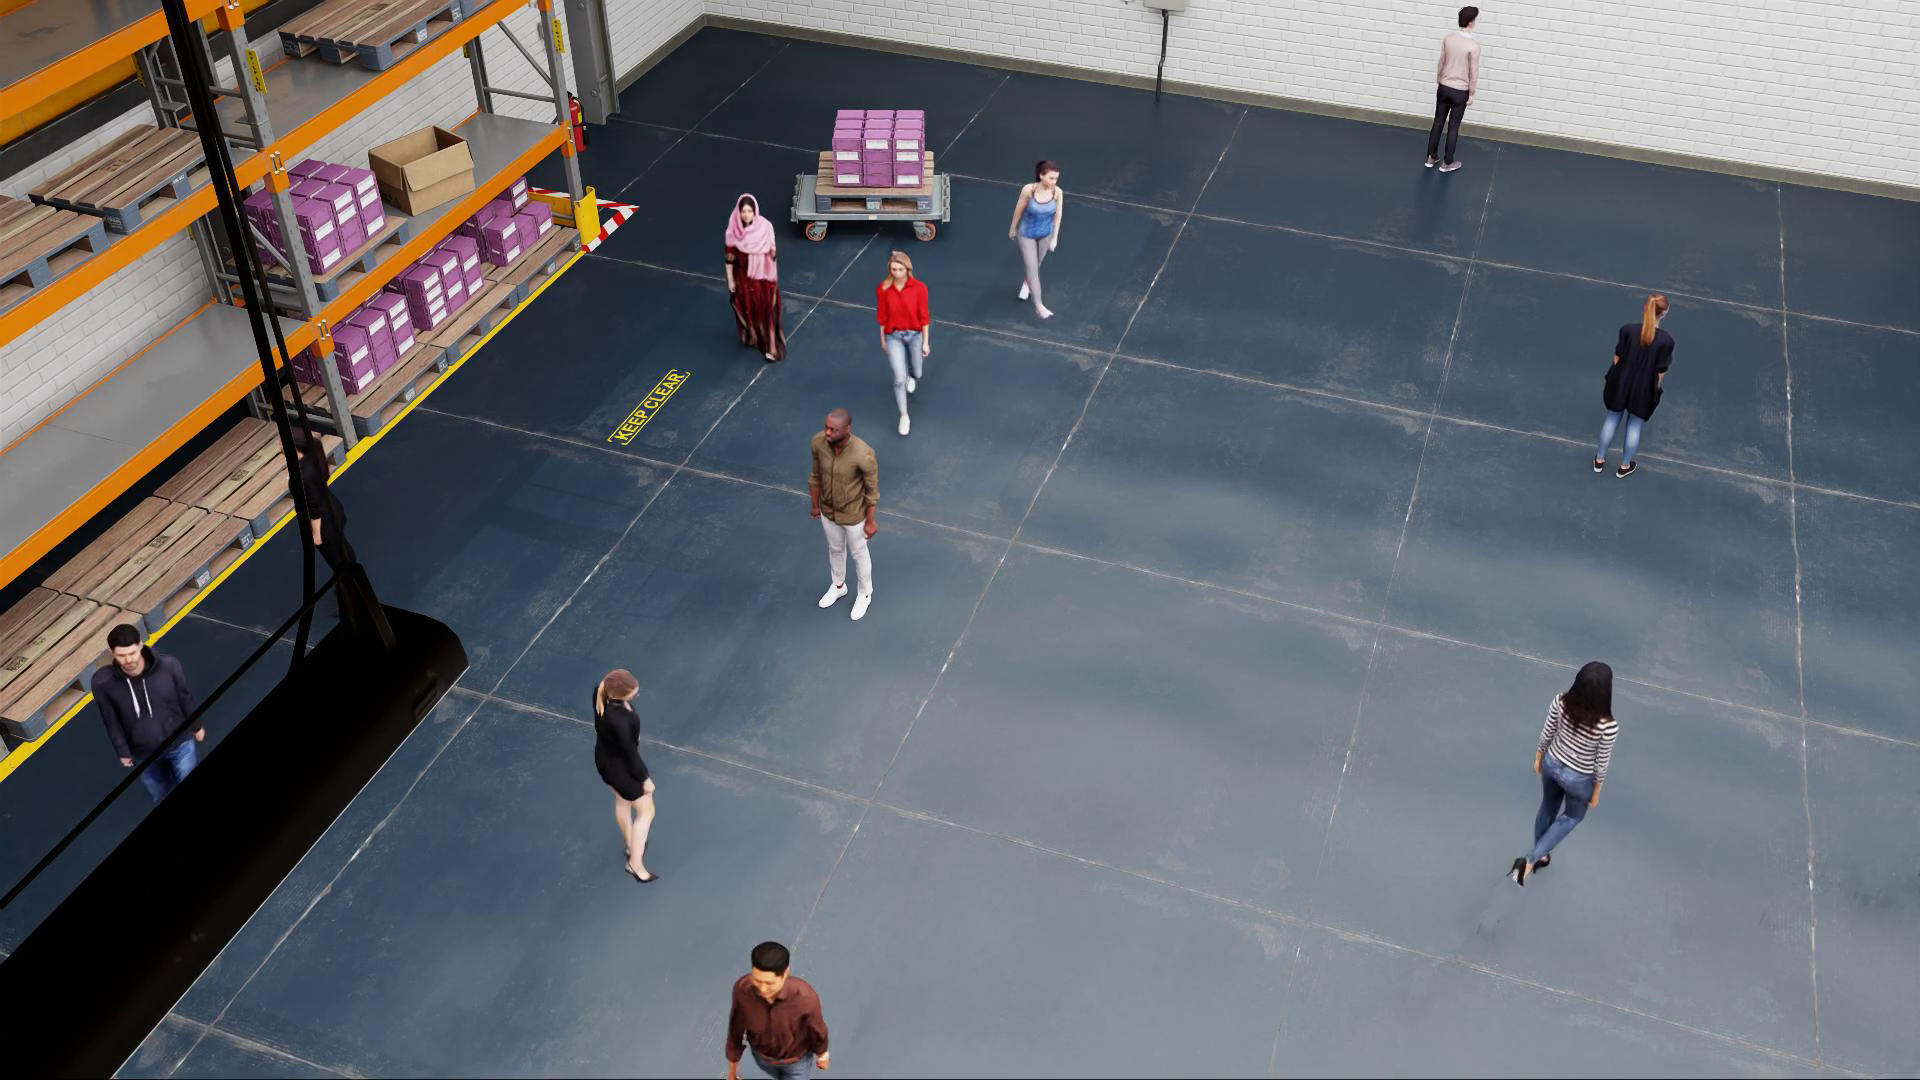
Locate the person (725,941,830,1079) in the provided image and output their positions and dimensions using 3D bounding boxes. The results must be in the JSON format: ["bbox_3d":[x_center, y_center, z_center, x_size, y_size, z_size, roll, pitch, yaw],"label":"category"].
[{"bbox_3d":[-0.920,2.634,8.779,0.718,1.732,1.128,10,40,12],"label":"person"}]

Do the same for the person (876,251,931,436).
[{"bbox_3d":[-0.474,-1.763,14.321,0.835,1.689,1.024,-1,39,-1],"label":"person"}]

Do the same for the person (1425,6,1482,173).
[{"bbox_3d":[5.409,-4.939,18.202,0.687,1.807,0.703,-31,48,-32],"label":"person"}]

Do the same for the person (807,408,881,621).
[{"bbox_3d":[-0.846,-0.223,12.282,0.762,1.825,0.616,19,43,23],"label":"person"}]

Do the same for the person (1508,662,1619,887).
[{"bbox_3d":[3.664,1.495,10.164,0.916,1.784,0.800,-30,47,-32],"label":"person"}]

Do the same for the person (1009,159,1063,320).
[{"bbox_3d":[0.691,-2.923,15.878,0.957,1.557,1.117,-3,39,-4],"label":"person"}]

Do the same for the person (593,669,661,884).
[{"bbox_3d":[-2.091,1.393,10.330,0.693,1.736,0.694,24,44,27],"label":"person"}]

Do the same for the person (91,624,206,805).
[{"bbox_3d":[-5.028,1.211,10.446,1.068,1.875,1.148,-15,41,-18],"label":"person"}]

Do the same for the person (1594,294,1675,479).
[{"bbox_3d":[5.545,-1.268,13.701,0.686,1.688,0.650,23,44,26],"label":"person"}]

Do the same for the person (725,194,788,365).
[{"bbox_3d":[-1.912,-2.465,15.264,0.934,1.608,1.080,-8,39,-9],"label":"person"}]

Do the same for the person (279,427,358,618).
[{"bbox_3d":[-4.704,-0.152,12.326,0.744,1.661,0.638,-5,39,-7],"label":"person"}]
